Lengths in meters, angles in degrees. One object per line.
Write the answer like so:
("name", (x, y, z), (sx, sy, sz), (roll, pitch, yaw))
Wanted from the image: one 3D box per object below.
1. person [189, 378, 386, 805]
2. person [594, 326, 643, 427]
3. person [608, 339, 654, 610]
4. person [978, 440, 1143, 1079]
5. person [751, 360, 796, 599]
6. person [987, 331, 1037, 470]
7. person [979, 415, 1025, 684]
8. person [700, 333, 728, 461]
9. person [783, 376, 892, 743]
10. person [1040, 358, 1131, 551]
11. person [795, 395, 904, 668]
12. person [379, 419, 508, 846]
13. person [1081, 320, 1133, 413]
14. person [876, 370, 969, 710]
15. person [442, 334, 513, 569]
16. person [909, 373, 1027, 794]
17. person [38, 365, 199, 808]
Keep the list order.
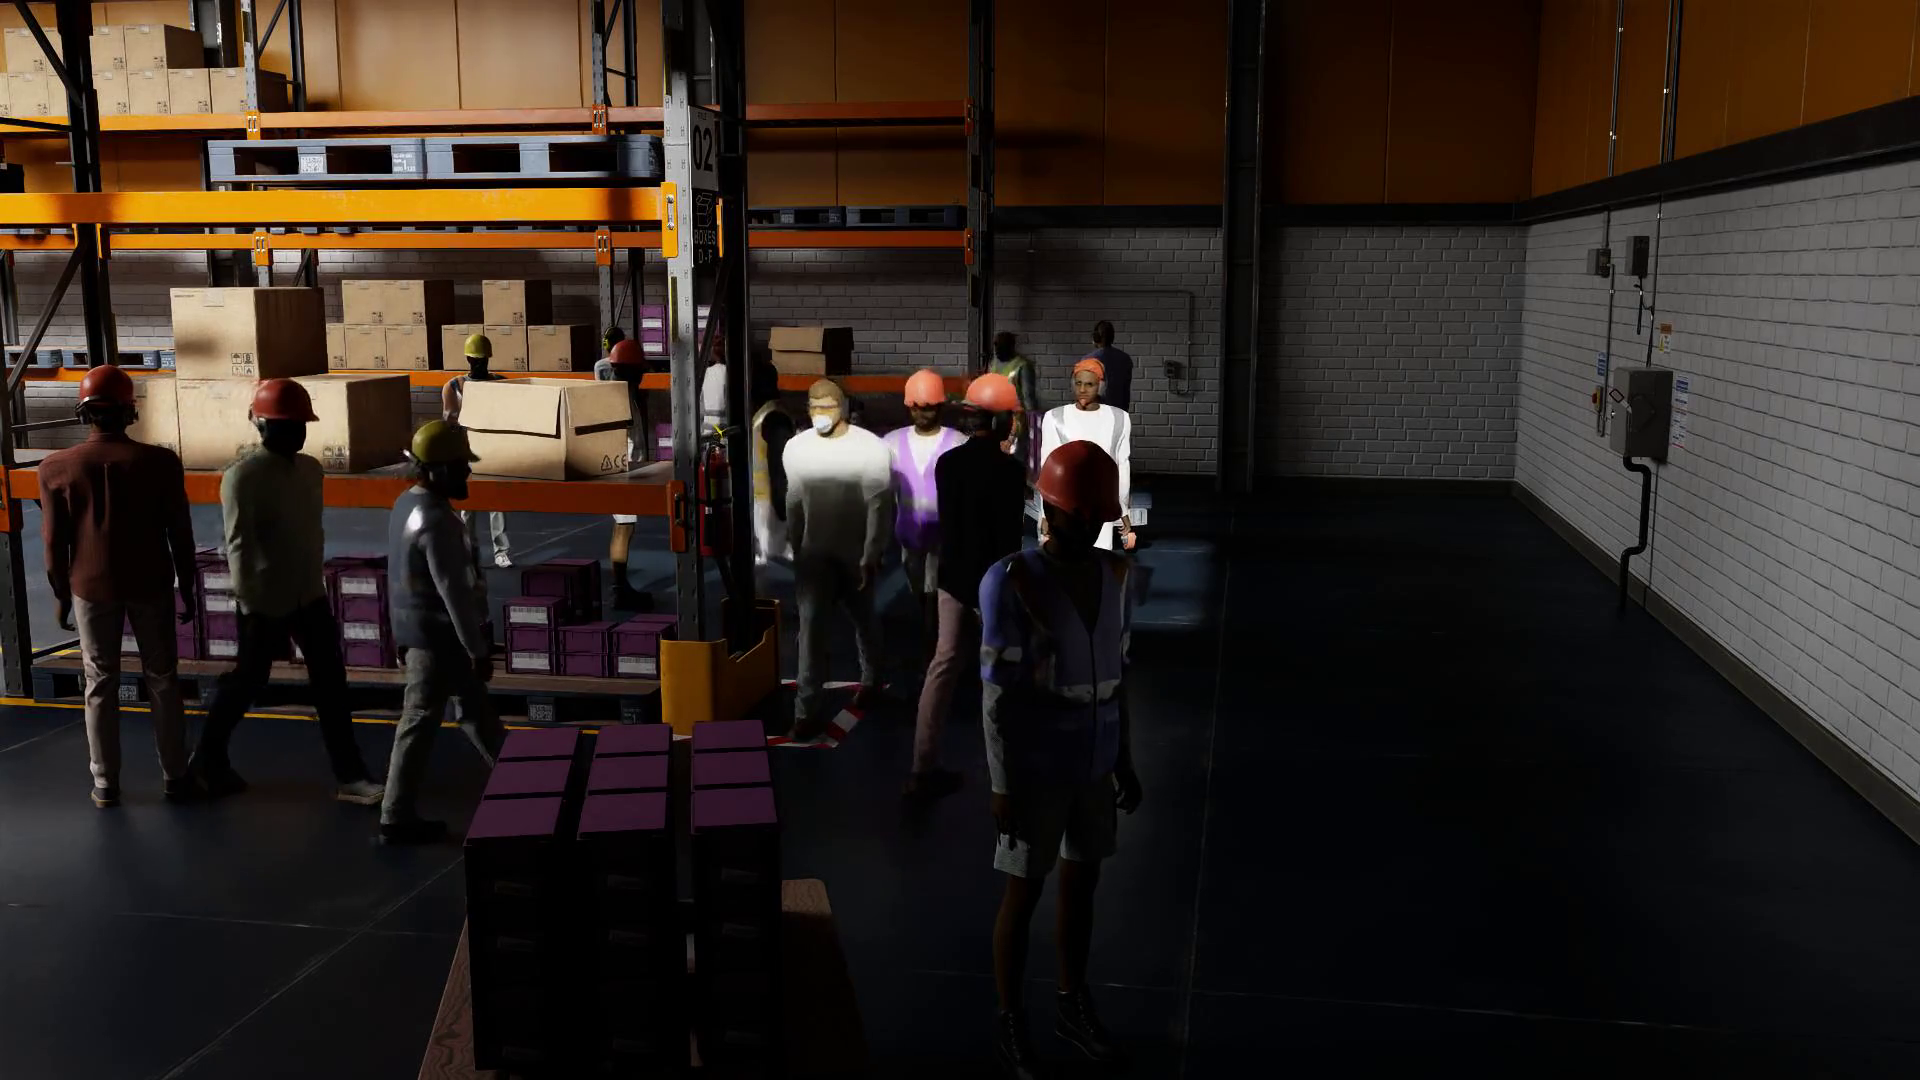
("person", (-3.117, 0.240, 7.534), (1.011, 1.956, 0.652), (4, 10, 23))
("person", (-3.454, -1.216, 16.786), (0.529, 1.866, 0.340), (-6, 11, -33))
("person", (-2.370, -0.463, 11.898), (0.381, 1.932, 0.544), (-3, 10, -16))
("person", (0.321, 0.661, 4.932), (0.543, 1.928, 0.374), (-6, 11, -34))
("person", (-1.240, -0.334, 11.476), (0.742, 1.817, 0.626), (-3, 10, -17))
("person", (0.537, -1.208, 16.869), (0.521, 1.821, 0.673), (-7, 12, -38))
("person", (0.126, 0.043, 9.729), (0.519, 1.608, 0.557), (-5, 10, -29))
("person", (-2.043, -0.904, 14.822), (0.621, 1.864, 0.618), (6, 11, 31))
("person", (-0.640, 0.062, 8.822), (0.619, 1.882, 1.053), (2, 9, 14))
("person", (0.782, -0.189, 10.344), (0.579, 1.882, 0.342), (-1, 9, -9))
("person", (-0.707, -0.054, 10.230), (0.760, 1.675, 0.536), (2, 9, 13))
("person", (-2.095, 0.381, 7.103), (0.910, 1.784, 0.606), (-5, 10, -26))
("person", (1.409, -1.183, 16.342), (0.628, 1.940, 0.373), (-7, 11, -37))
("person", (-0.182, -0.015, 9.300), (0.550, 1.877, 1.003), (3, 10, 19))
("person", (-3.853, -0.701, 13.431), (0.581, 1.919, 0.398), (-6, 11, -33))
("person", (0.139, 0.190, 7.800), (1.025, 1.937, 0.645), (-8, 12, -41))
("person", (-3.774, 0.212, 7.508), (0.611, 1.995, 0.375), (-4, 10, -22))
